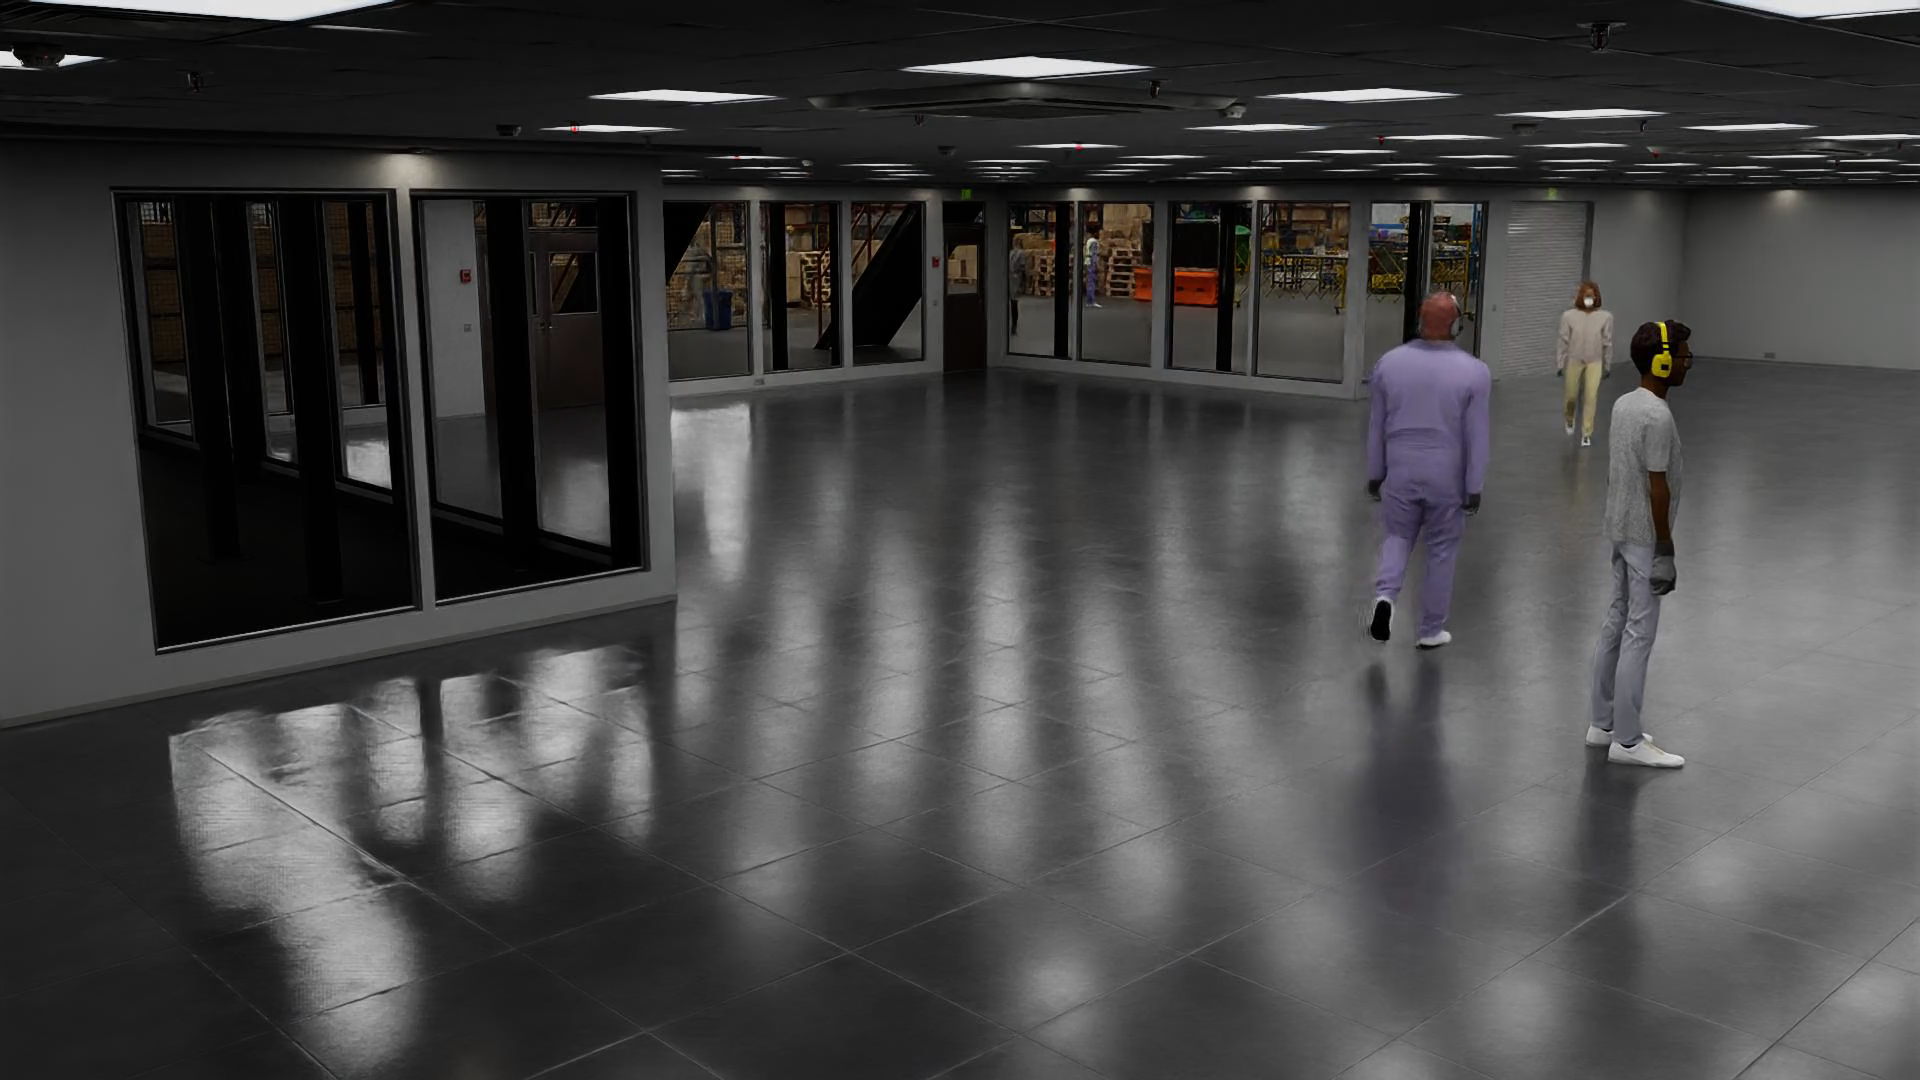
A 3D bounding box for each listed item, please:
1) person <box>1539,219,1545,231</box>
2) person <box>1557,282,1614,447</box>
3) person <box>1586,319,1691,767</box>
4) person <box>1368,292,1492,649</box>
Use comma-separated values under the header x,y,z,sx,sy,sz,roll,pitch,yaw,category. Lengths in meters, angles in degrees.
x,y,z,sx,sy,sz,roll,pitch,yaw,category
27.625,-14.403,79.115,0.593,1.903,0.816,6,13,29,person
6.184,-1.752,16.482,0.506,1.618,0.564,4,12,19,person
2.883,0.014,6.994,0.328,1.872,0.510,0,11,0,person
2.430,-0.340,8.688,0.652,1.896,0.555,7,13,31,person
